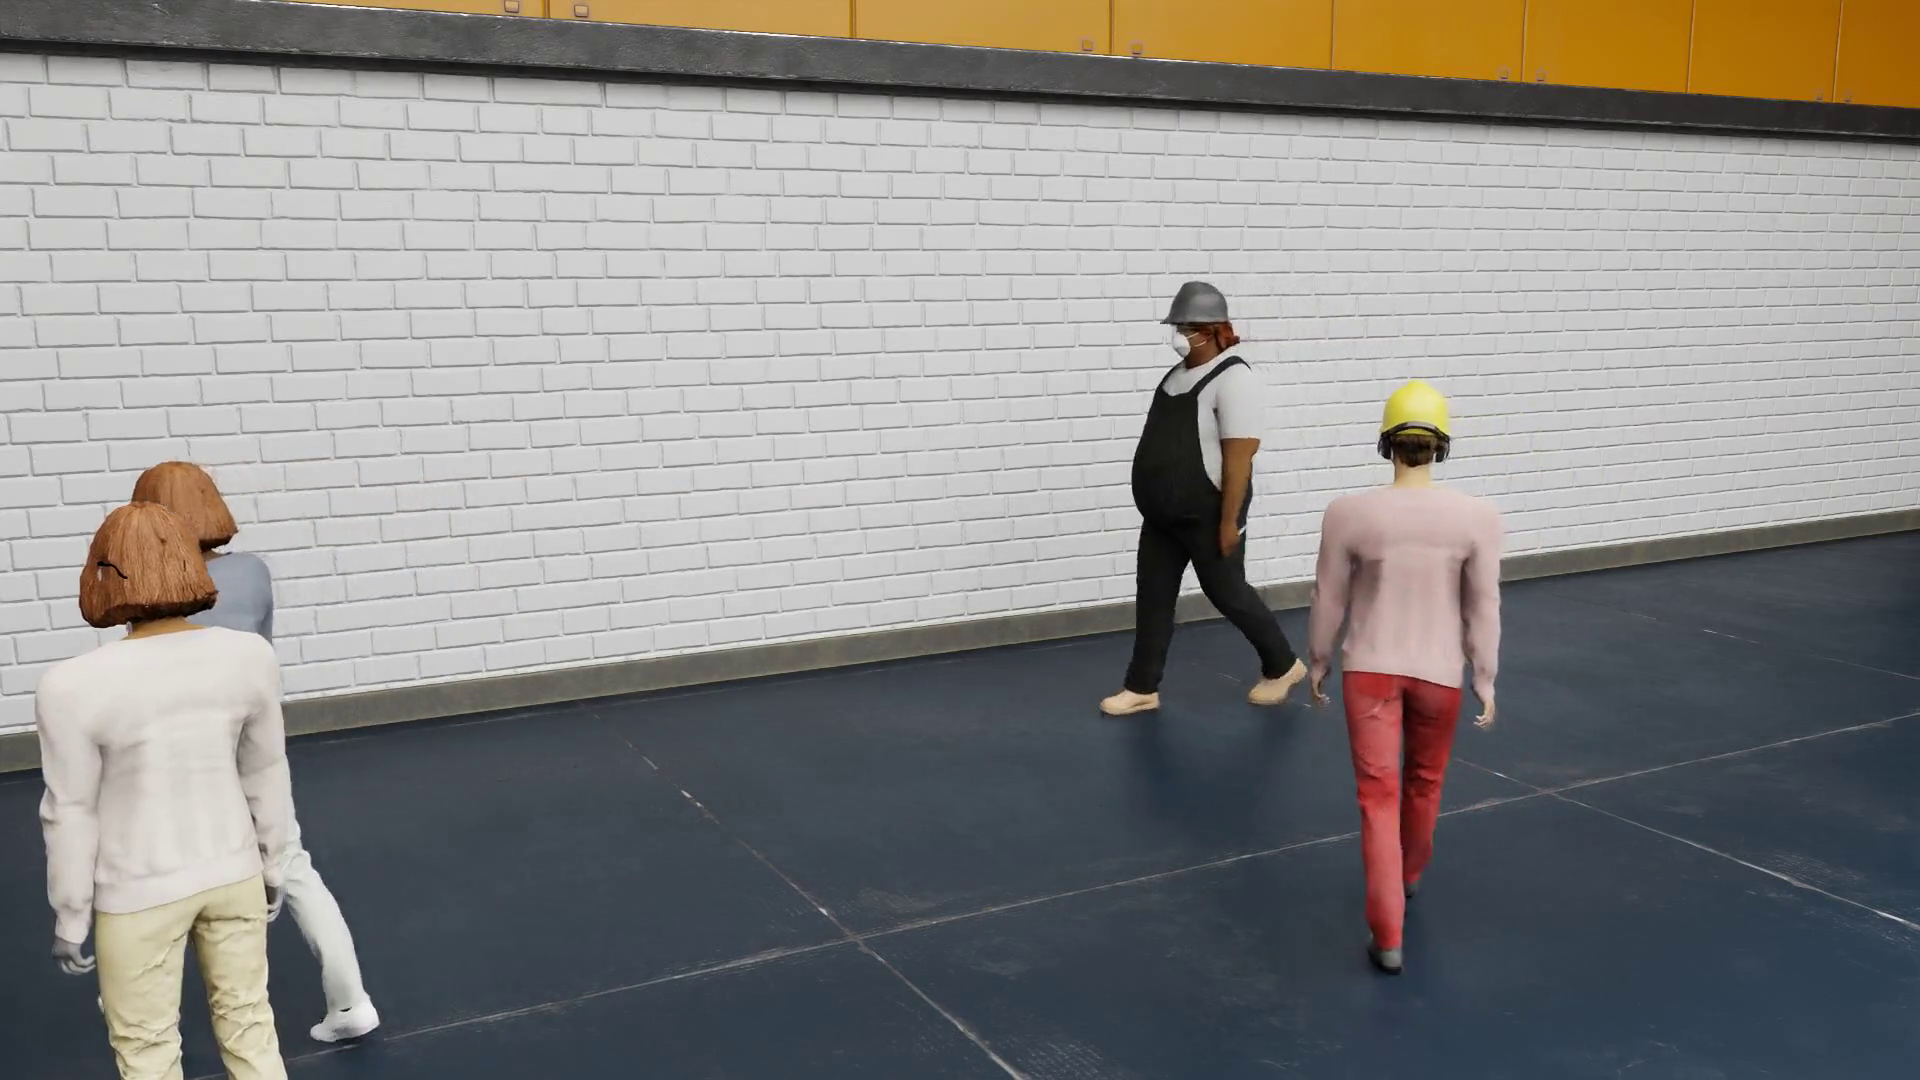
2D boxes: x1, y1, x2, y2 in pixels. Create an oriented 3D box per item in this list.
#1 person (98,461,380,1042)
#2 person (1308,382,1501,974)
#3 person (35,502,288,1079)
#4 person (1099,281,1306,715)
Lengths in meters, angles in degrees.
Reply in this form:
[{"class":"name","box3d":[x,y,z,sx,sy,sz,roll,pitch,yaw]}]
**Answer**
[{"class":"person","box3d":[-1.957,0.579,4.414,0.871,1.590,0.511,4,11,23]},{"class":"person","box3d":[1.346,0.380,5.126,0.548,1.724,0.852,1,10,7]},{"class":"person","box3d":[-1.614,0.730,3.439,0.279,1.624,0.494,7,12,36]},{"class":"person","box3d":[1.157,-0.208,7.640,0.956,2.000,0.686,-4,11,-23]}]
